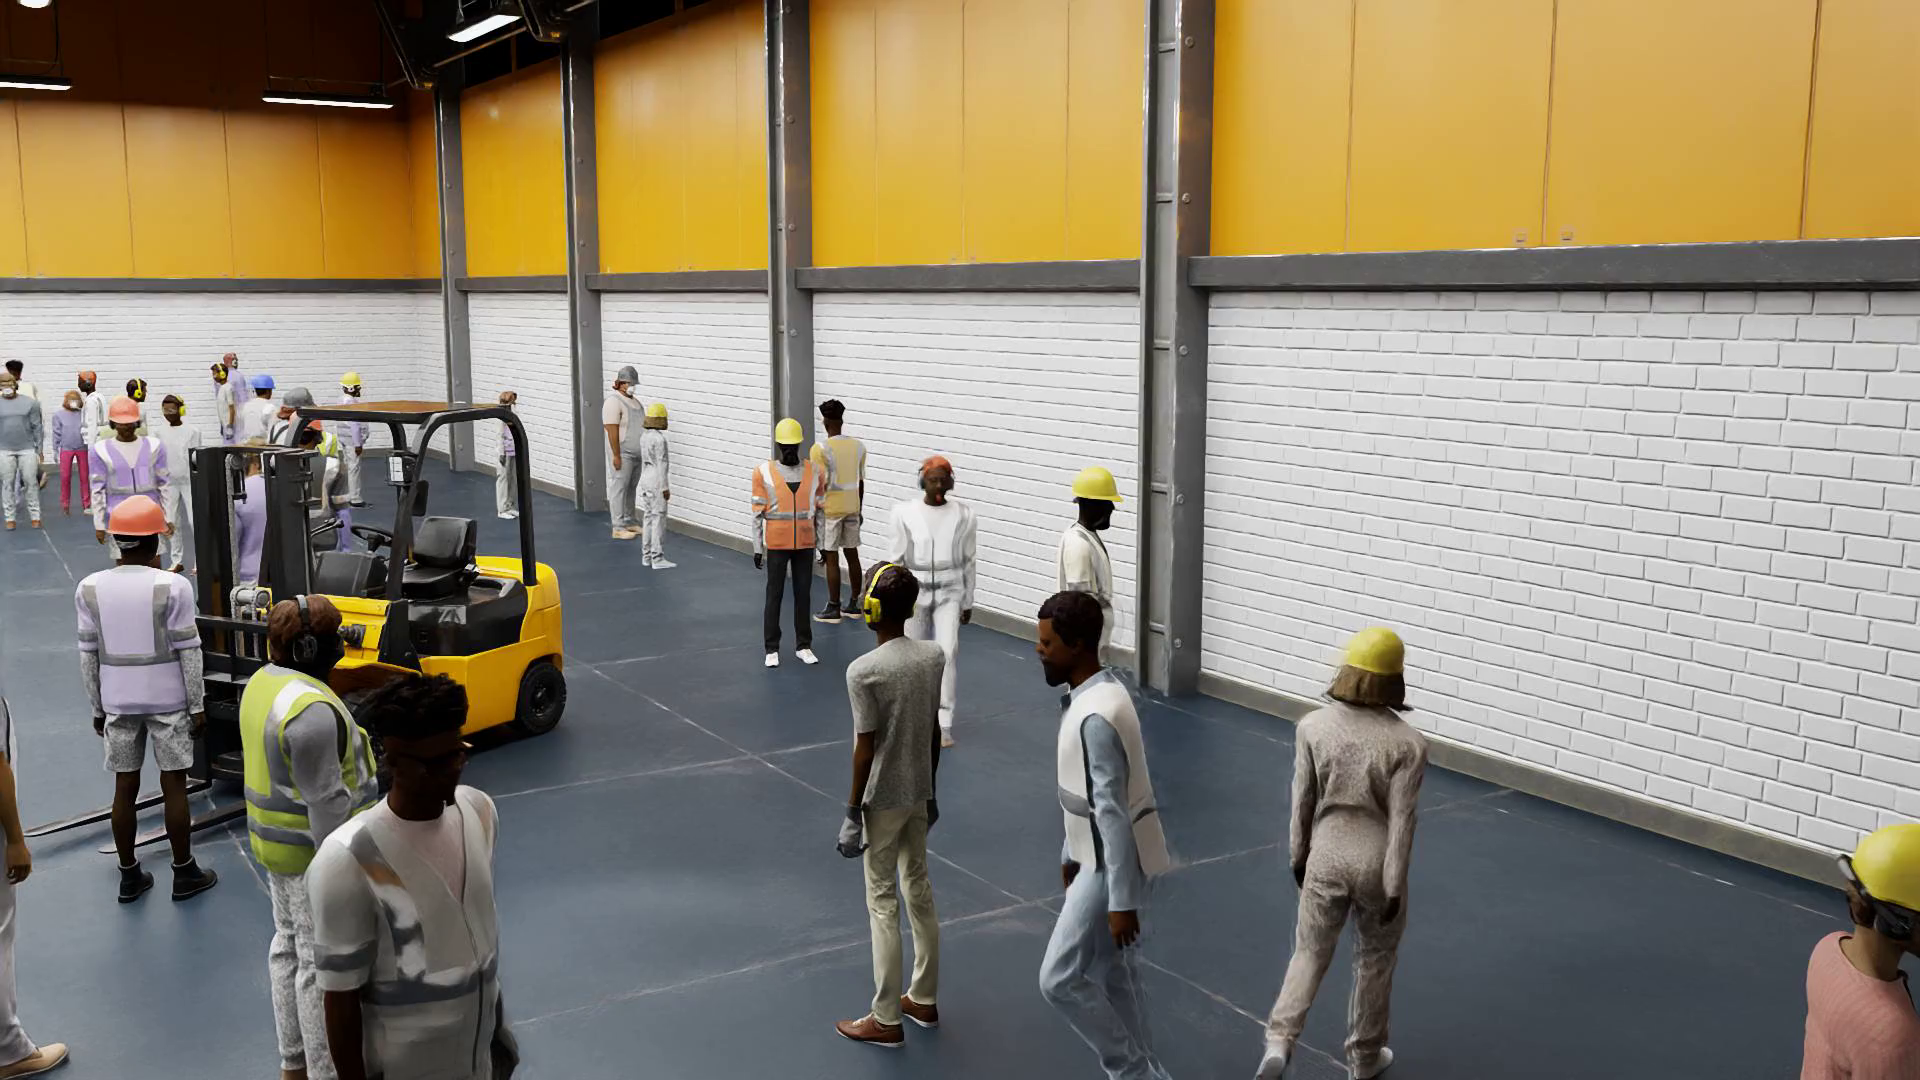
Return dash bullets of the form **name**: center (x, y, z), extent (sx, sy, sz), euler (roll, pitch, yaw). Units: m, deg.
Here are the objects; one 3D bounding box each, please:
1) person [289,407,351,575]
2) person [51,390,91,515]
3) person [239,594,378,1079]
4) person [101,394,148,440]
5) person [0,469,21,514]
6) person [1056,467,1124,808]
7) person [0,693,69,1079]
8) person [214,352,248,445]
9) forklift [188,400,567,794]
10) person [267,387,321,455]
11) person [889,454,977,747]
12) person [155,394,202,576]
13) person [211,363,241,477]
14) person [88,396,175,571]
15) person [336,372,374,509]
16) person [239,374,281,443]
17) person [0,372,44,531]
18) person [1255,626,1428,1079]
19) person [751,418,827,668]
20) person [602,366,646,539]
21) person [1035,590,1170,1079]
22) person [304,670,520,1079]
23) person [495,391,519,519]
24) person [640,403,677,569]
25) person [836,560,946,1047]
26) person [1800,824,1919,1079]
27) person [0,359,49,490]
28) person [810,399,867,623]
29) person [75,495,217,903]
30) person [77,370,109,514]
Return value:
- **person**: center (-4.875, 0.026, 12.478), extent (0.601, 2.035, 0.408), euler (-2, 9, -16)
- **person**: center (-11.551, -1.149, 21.716), extent (0.506, 1.632, 0.290), euler (-6, 10, -33)
- **person**: center (-2.264, 1.100, 5.859), extent (0.429, 1.843, 0.631), euler (-7, 11, -39)
- **person**: center (-9.300, -0.746, 18.553), extent (0.325, 1.767, 0.532), euler (6, 10, 36)
- **person**: center (-12.440, -1.156, 21.799), extent (0.529, 1.615, 0.509), euler (-3, 9, -19)
- **person**: center (0.721, 0.547, 9.303), extent (0.375, 1.923, 0.595), euler (1, 8, 6)
- **person**: center (-3.595, 1.071, 6.058), extent (0.504, 1.842, 0.345), euler (4, 9, 23)
- **person**: center (-11.944, -2.130, 27.394), extent (0.642, 1.913, 0.408), euler (4, 9, 25)
- **forklift**: center (-3.529, 0.258, 10.348), extent (1.214, 2.155, 2.313), euler (4, 9, 25)
- **person**: center (-6.106, -0.414, 15.397), extent (0.537, 2.000, 0.687), euler (-7, 11, -40)
- **person**: center (-0.179, 0.357, 10.836), extent (0.578, 1.856, 0.827), euler (0, 8, -1)
- **person**: center (-7.956, -0.558, 16.983), extent (0.511, 1.862, 0.324), euler (1, 8, 5)
- **person**: center (-10.769, -1.663, 24.411), extent (0.333, 1.865, 0.520), euler (-5, 10, -31)
- **person**: center (-6.916, -0.190, 13.929), extent (0.617, 2.029, 0.409), euler (-6, 10, -36)
- **person**: center (-8.104, -1.326, 22.238), extent (0.404, 1.832, 0.595), euler (-6, 10, -33)
- **person**: center (-8.285, -1.016, 19.877), extent (0.620, 1.916, 0.709), euler (3, 9, 17)
- **person**: center (-11.508, -1.075, 20.245), extent (0.635, 1.929, 0.381), euler (-5, 10, -30)
- **person**: center (1.366, 1.165, 5.867), extent (0.492, 1.711, 0.745), euler (5, 10, 32)
- **person**: center (-1.306, 0.021, 12.845), extent (0.593, 1.924, 0.380), euler (-3, 9, -21)
- **person**: center (-3.895, -1.046, 19.651), extent (0.537, 2.000, 0.675), euler (2, 9, 15)
- **person**: center (0.476, 1.109, 5.626), extent (0.459, 1.891, 0.670), euler (0, 8, 1)
- **person**: center (-1.350, 1.284, 4.214), extent (0.366, 1.963, 0.613), euler (4, 9, 23)
- **person**: center (-5.785, -1.092, 21.308), extent (0.315, 1.640, 0.515), euler (1, 9, 9)
- **person**: center (-3.185, -0.572, 17.497), extent (0.327, 1.736, 0.489), euler (-6, 10, -34)
- **person**: center (-0.269, 1.011, 6.397), extent (0.328, 1.861, 0.513), euler (7, 11, 38)
- **person**: center (2.000, 1.469, 3.674), extent (0.339, 1.755, 0.531), euler (2, 9, 13)
- **person**: center (-13.620, -1.669, 24.211), extent (0.862, 1.935, 0.618), euler (4, 9, 24)
- **person**: center (-1.079, -0.254, 14.571), extent (0.367, 1.963, 0.609), euler (8, 12, 43)
- **person**: center (-3.841, 0.754, 7.870), extent (0.548, 1.937, 0.358), euler (0, 8, -3)
- **person**: center (-11.303, -1.274, 21.742), extent (0.358, 1.880, 0.575), euler (-3, 9, -17)
